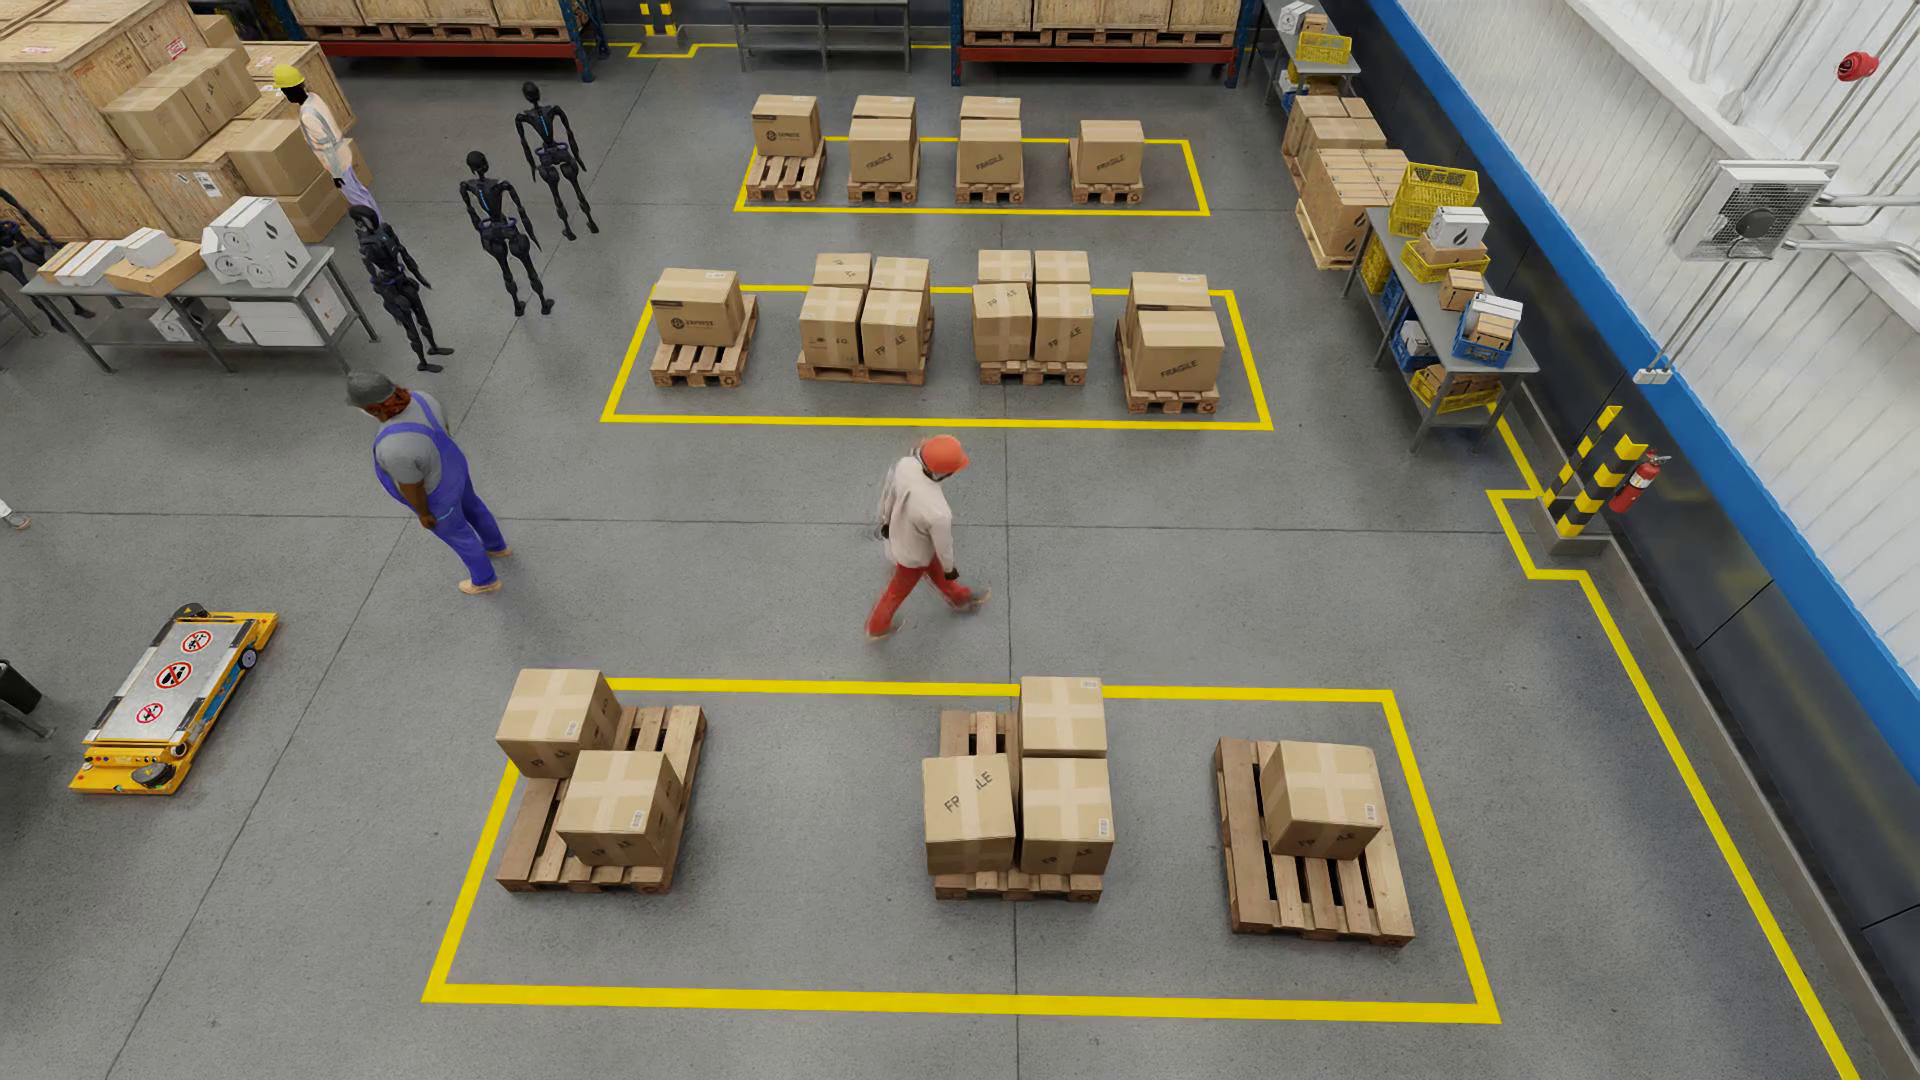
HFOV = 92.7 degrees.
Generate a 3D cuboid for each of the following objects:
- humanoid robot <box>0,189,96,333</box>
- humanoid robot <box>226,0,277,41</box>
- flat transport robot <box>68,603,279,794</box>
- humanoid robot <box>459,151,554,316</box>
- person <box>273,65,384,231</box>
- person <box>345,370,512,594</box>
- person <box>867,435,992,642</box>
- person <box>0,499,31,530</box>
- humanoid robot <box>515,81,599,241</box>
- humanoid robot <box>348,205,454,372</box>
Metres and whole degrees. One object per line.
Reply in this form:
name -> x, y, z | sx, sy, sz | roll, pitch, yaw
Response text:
humanoid robot -> -9.095, -2.796, 8.808 | 0.370, 1.653, 0.628 | 24, 54, 19
humanoid robot -> -9.153, -6.468, 11.917 | 0.443, 1.647, 0.616 | -3, 50, -3
flat transport robot -> -5.504, 1.072, 6.442 | 0.652, 0.197, 1.431 | 1, 50, 1
humanoid robot -> -4.452, -2.980, 8.965 | 0.567, 1.650, 0.339 | -4, 50, -3
person -> -6.604, -4.005, 9.669 | 0.368, 1.925, 0.589 | -17, 52, -14
person -> -3.799, -0.411, 6.556 | 0.536, 2.000, 0.679 | -2, 50, -2
person -> -0.234, 0.006, 6.283 | 1.044, 1.910, 0.618 | -17, 52, -14
person -> -7.951, -0.671, 6.878 | 0.356, 1.882, 0.573 | 26, 55, 20
humanoid robot -> -4.371, -4.092, 9.907 | 0.569, 1.649, 0.342 | -25, 54, -20
humanoid robot -> -5.114, -2.302, 8.390 | 0.327, 1.652, 0.581 | 1, 50, 1
